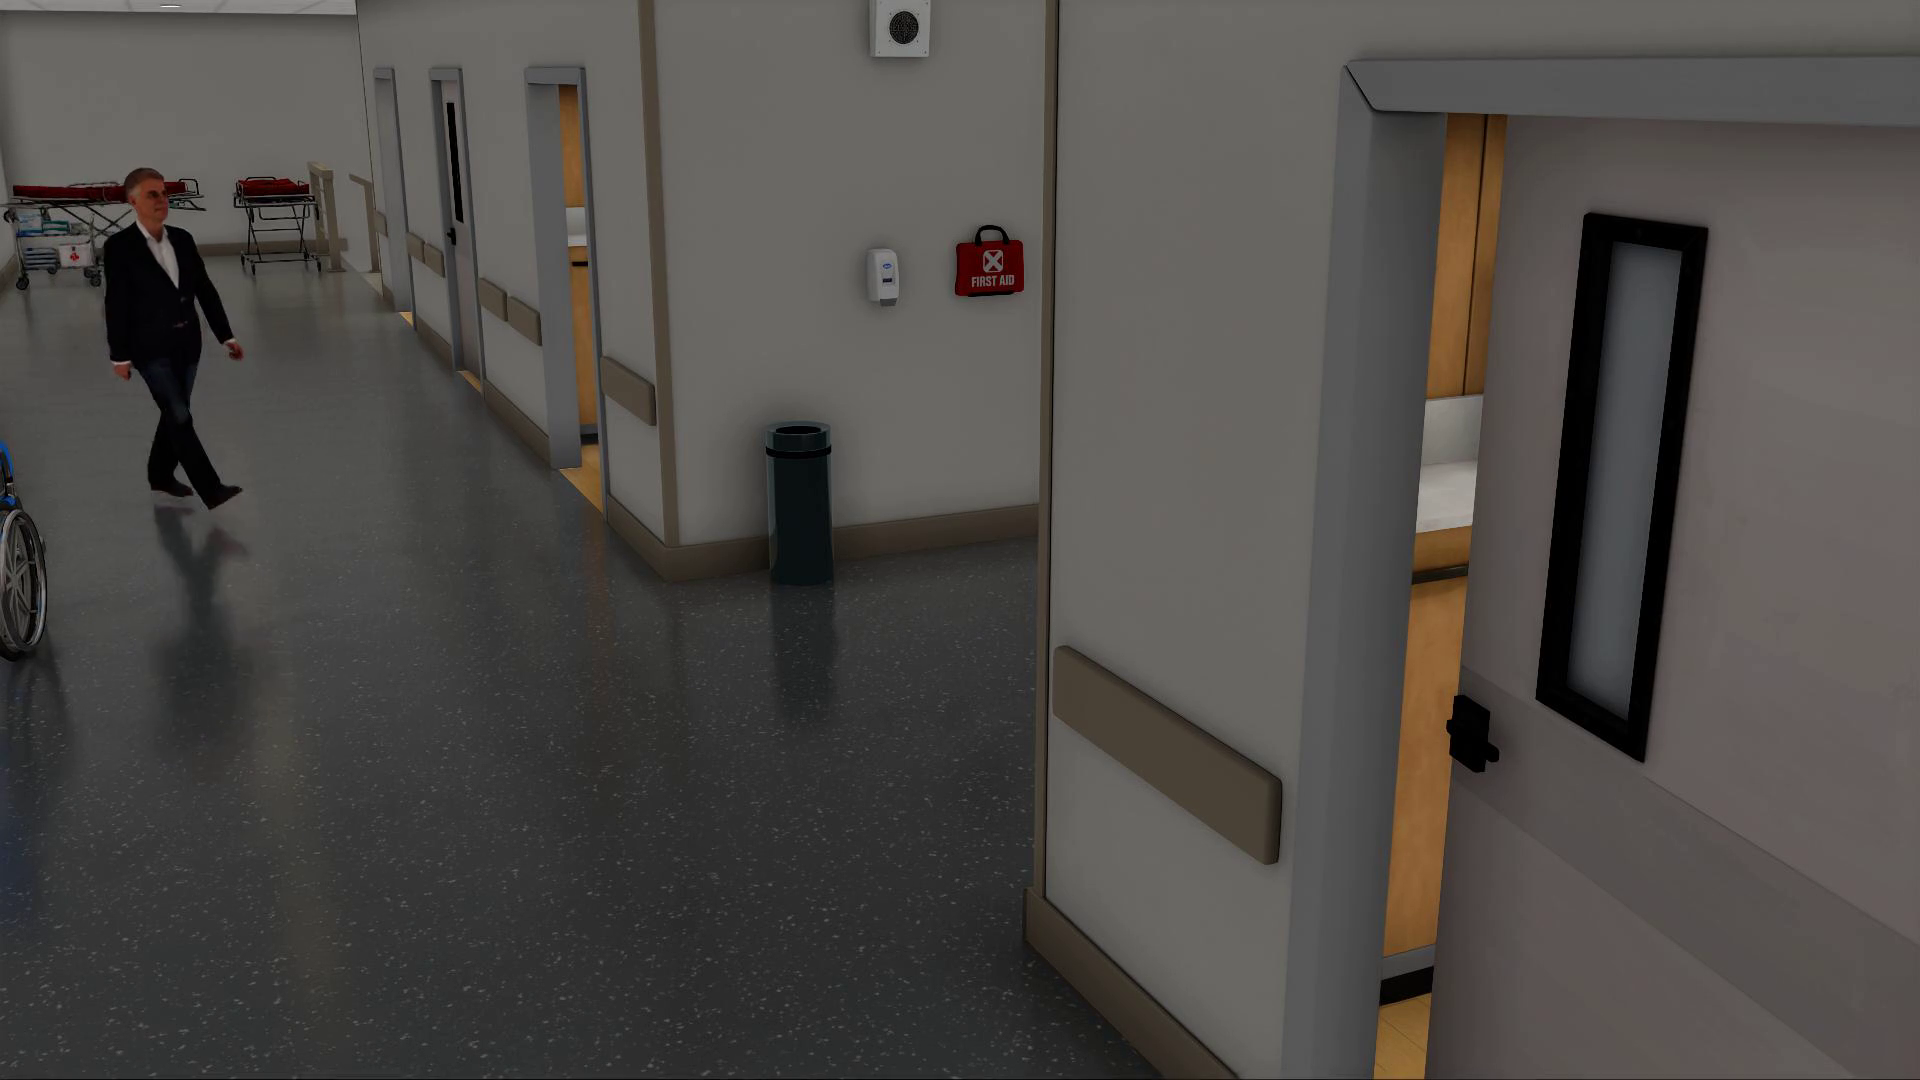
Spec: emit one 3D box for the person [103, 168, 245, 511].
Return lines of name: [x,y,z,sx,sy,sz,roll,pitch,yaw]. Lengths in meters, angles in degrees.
person: [-4.268,-1.043,8.857,1.274,1.769,1.112,9,18,29]
